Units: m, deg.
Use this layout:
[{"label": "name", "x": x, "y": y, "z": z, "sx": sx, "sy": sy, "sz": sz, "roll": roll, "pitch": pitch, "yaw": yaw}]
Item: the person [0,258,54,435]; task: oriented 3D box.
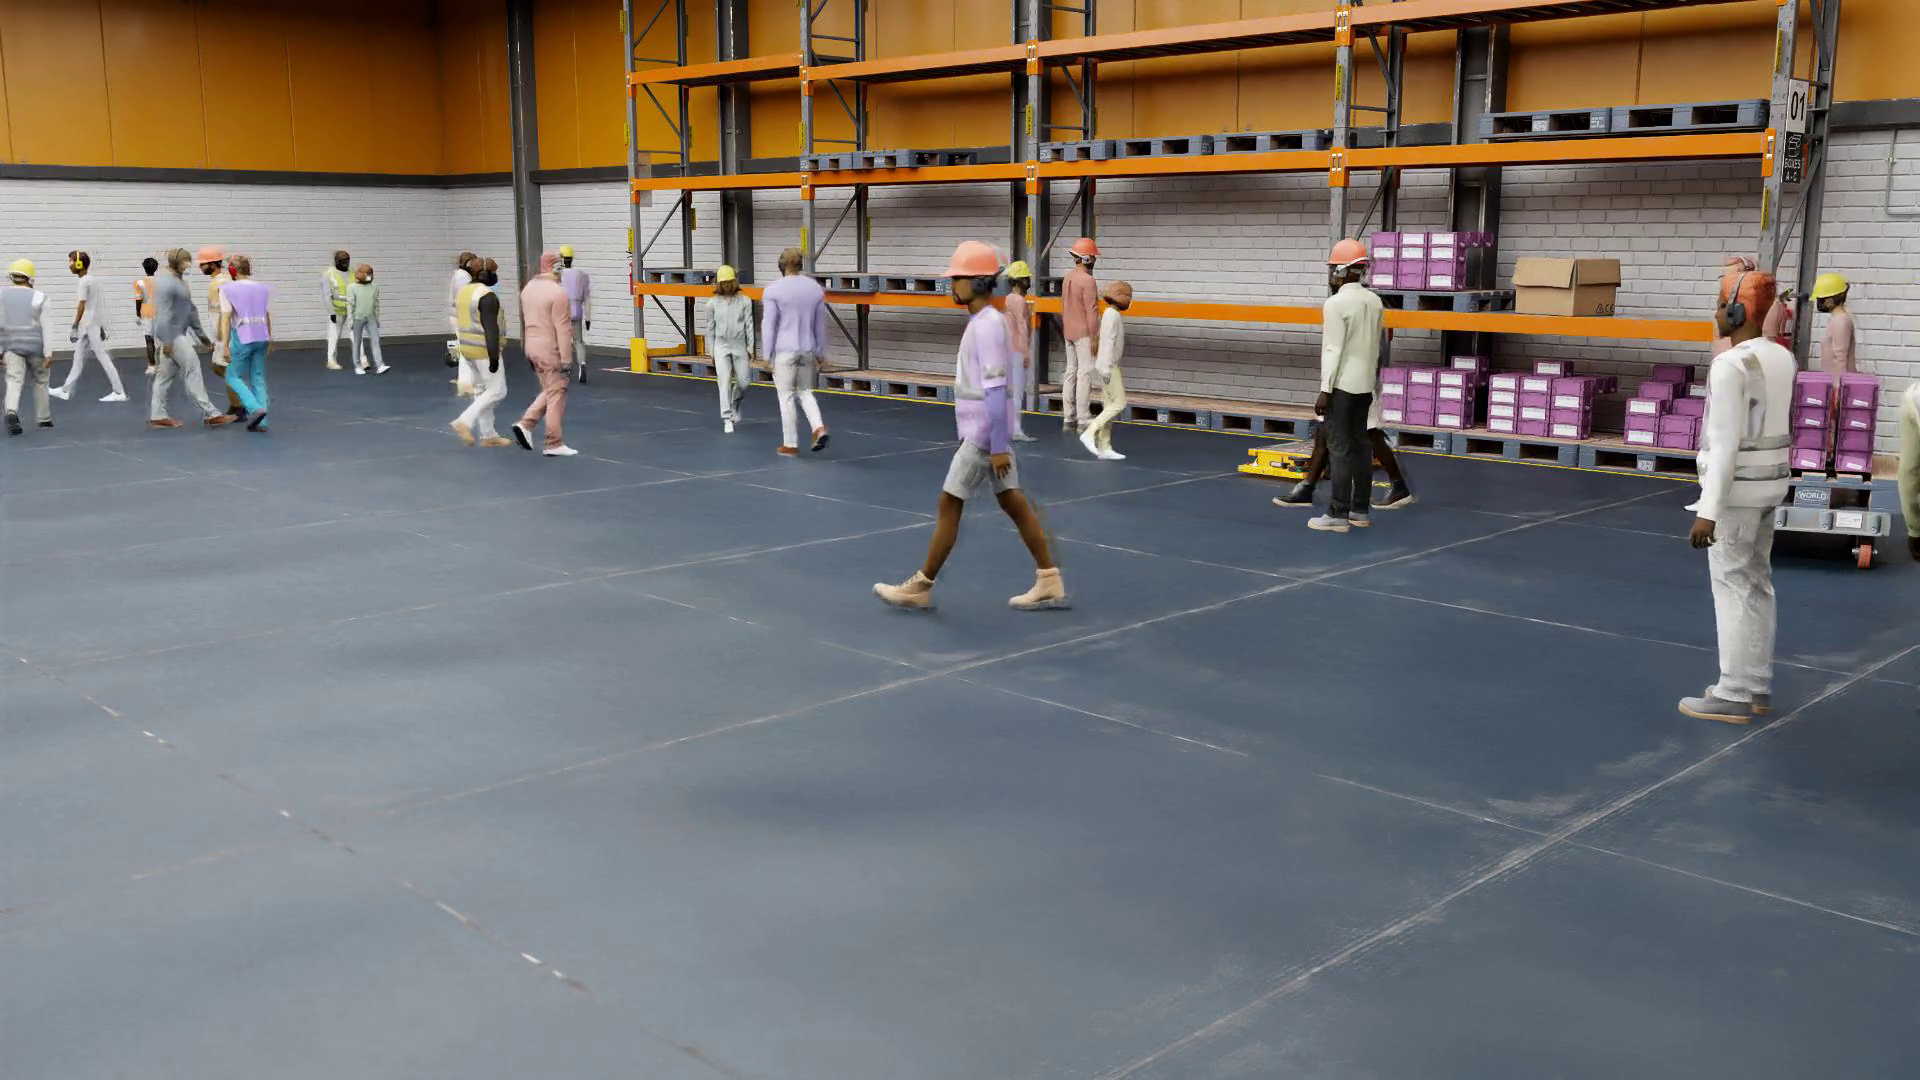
[{"label": "person", "x": -9.577, "y": -1.974, "z": 16.990, "sx": 0.587, "sy": 1.797, "sz": 0.859, "roll": -2, "pitch": 11, "yaw": -13}]

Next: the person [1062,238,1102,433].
[{"label": "person", "x": 1.260, "y": -2.100, "z": 17.123, "sx": 0.382, "sy": 1.995, "sz": 0.612, "roll": -5, "pitch": 11, "yaw": -25}]

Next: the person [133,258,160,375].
[{"label": "person", "x": -11.754, "y": -3.261, "z": 24.267, "sx": 0.541, "sy": 1.695, "sz": 0.316, "roll": -10, "pitch": 14, "yaw": -44}]

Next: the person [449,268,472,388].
[{"label": "person", "x": -6.445, "y": -2.820, "z": 21.994, "sx": 0.538, "sy": 1.630, "sz": 0.866, "roll": 8, "pitch": 13, "yaw": 35}]

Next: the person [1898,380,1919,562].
[{"label": "person", "x": 4.028, "y": -0.051, "z": 6.514, "sx": 0.665, "sy": 1.785, "sz": 0.538, "roll": 10, "pitch": 14, "yaw": 43}]

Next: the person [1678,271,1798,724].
[{"label": "person", "x": 3.253, "y": -0.169, "z": 6.936, "sx": 0.602, "sy": 1.877, "sz": 0.372, "roll": -9, "pitch": 14, "yaw": -40}]

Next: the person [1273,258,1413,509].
[{"label": "person", "x": 2.901, "y": -1.166, "z": 12.273, "sx": 1.017, "sy": 1.915, "sz": 0.621, "roll": 0, "pitch": 10, "yaw": -2}]

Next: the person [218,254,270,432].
[{"label": "person", "x": -7.298, "y": -1.997, "z": 17.023, "sx": 0.444, "sy": 1.822, "sz": 0.626, "roll": 6, "pitch": 12, "yaw": 29}]

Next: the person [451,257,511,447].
[{"label": "person", "x": -4.564, "y": -1.757, "z": 15.745, "sx": 0.584, "sy": 1.827, "sz": 0.670, "roll": -9, "pitch": 14, "yaw": -41}]

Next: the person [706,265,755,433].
[{"label": "person", "x": -2.393, "y": -1.994, "z": 17.283, "sx": 0.491, "sy": 1.721, "sz": 0.576, "roll": -3, "pitch": 11, "yaw": -16}]

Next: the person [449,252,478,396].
[{"label": "person", "x": -6.199, "y": -2.713, "z": 20.965, "sx": 0.447, "sy": 1.810, "sz": 0.677, "roll": -4, "pitch": 11, "yaw": -22}]

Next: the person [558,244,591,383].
[{"label": "person", "x": -5.314, "y": -3.068, "z": 22.679, "sx": 0.592, "sy": 1.904, "sz": 0.790, "roll": -5, "pitch": 11, "yaw": -24}]

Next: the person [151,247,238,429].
[{"label": "person", "x": -8.060, "y": -2.095, "z": 17.378, "sx": 0.971, "sy": 1.878, "sz": 0.651, "roll": -3, "pitch": 11, "yaw": -18}]

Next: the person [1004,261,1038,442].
[{"label": "person", "x": 0.578, "y": -1.847, "z": 16.359, "sx": 0.304, "sy": 1.772, "sz": 0.525, "roll": -3, "pitch": 11, "yaw": -14}]

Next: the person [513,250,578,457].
[{"label": "person", "x": -3.770, "y": -1.688, "z": 15.165, "sx": 0.507, "sy": 1.885, "sz": 0.678, "roll": -10, "pitch": 14, "yaw": -43}]

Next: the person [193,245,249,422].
[{"label": "person", "x": -7.969, "y": -2.212, "z": 17.940, "sx": 0.454, "sy": 1.916, "sz": 0.561, "roll": -3, "pitch": 11, "yaw": -14}]

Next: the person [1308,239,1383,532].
[{"label": "person", "x": 2.646, "y": -1.057, "z": 11.431, "sx": 0.624, "sy": 1.992, "sz": 0.390, "roll": -10, "pitch": 14, "yaw": -44}]

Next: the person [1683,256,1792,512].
[{"label": "person", "x": 5.764, "y": -1.121, "z": 12.107, "sx": 0.781, "sy": 1.877, "sz": 0.641, "roll": -2, "pitch": 11, "yaw": -13}]

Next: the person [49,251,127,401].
[{"label": "person", "x": -10.667, "y": -2.574, "z": 20.161, "sx": 0.946, "sy": 1.821, "sz": 0.556, "roll": -4, "pitch": 11, "yaw": -19}]

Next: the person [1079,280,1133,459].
[{"label": "person", "x": 1.356, "y": -1.528, "z": 15.018, "sx": 0.387, "sy": 1.611, "sz": 0.567, "roll": 1, "pitch": 10, "yaw": 8}]

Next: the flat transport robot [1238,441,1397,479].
[{"label": "flat transport robot", "x": 3.070, "y": -0.706, "z": 14.224, "sx": 1.431, "sy": 0.197, "sz": 0.652, "roll": -10, "pitch": 14, "yaw": -44}]

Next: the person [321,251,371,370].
[{"label": "person", "x": -9.264, "y": -3.438, "z": 25.000, "sx": 0.629, "sy": 1.805, "sz": 0.917, "roll": -10, "pitch": 14, "yaw": -43}]

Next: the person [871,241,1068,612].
[{"label": "person", "x": 0.090, "y": -0.584, "z": 8.877, "sx": 1.077, "sy": 1.987, "sz": 0.628, "roll": 0, "pitch": 10, "yaw": 2}]

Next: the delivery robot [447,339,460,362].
[{"label": "delivery robot", "x": -7.487, "y": -2.968, "z": 25.529, "sx": 0.477, "sy": 0.478, "sz": 0.707, "roll": 10, "pitch": 14, "yaw": 43}]

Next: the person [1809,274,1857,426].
[{"label": "person", "x": 6.538, "y": -1.141, "z": 12.593, "sx": 0.759, "sy": 1.718, "sz": 0.563, "roll": 6, "pitch": 12, "yaw": 28}]

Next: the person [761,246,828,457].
[{"label": "person", "x": -1.497, "y": -1.701, "z": 15.138, "sx": 0.638, "sy": 1.924, "sz": 0.477, "roll": -8, "pitch": 13, "yaw": -39}]

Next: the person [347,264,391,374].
[{"label": "person", "x": -8.570, "y": -3.171, "z": 24.032, "sx": 0.863, "sy": 1.583, "sz": 0.530, "roll": 10, "pitch": 14, "yaw": 44}]
